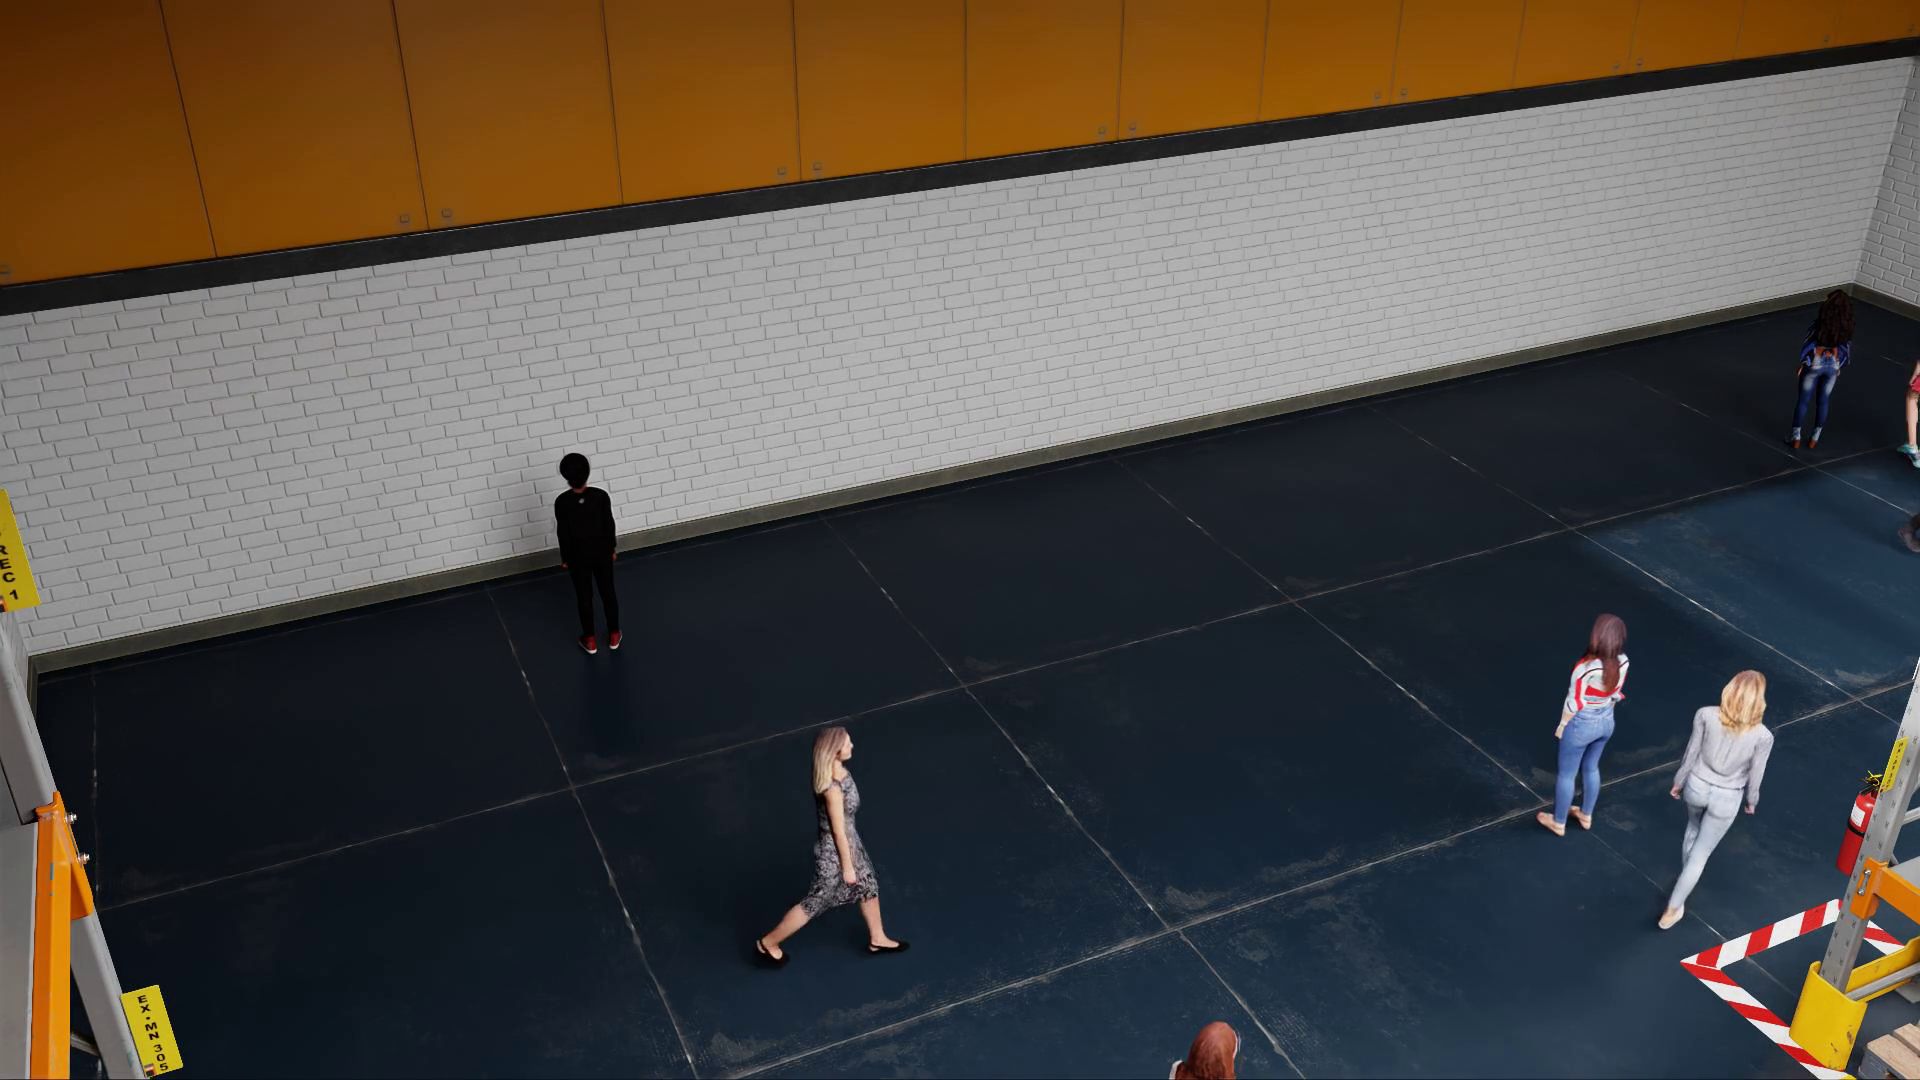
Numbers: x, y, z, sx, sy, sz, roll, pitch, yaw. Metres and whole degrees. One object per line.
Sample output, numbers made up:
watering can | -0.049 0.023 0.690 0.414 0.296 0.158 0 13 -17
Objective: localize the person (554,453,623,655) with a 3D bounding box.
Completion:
person | -2.837 0.101 12.738 0.616 1.674 0.559 -9 30 -16

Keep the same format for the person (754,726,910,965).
person | -0.815 1.823 9.591 0.920 1.665 1.156 -2 29 -4

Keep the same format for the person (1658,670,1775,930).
person | 4.445 1.590 9.906 0.902 1.773 0.867 23 36 36

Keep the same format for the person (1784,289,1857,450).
person | 8.288 -1.652 16.013 0.693 1.616 0.713 3 29 6

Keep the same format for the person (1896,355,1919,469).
person | 9.180 -1.493 15.575 0.765 1.756 0.801 3 29 6

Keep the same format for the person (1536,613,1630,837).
person | 4.088 1.197 10.797 0.589 1.608 0.494 -12 31 -21

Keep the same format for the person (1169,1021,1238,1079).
person | 1.125 2.873 7.570 0.583 1.757 0.721 22 36 35
